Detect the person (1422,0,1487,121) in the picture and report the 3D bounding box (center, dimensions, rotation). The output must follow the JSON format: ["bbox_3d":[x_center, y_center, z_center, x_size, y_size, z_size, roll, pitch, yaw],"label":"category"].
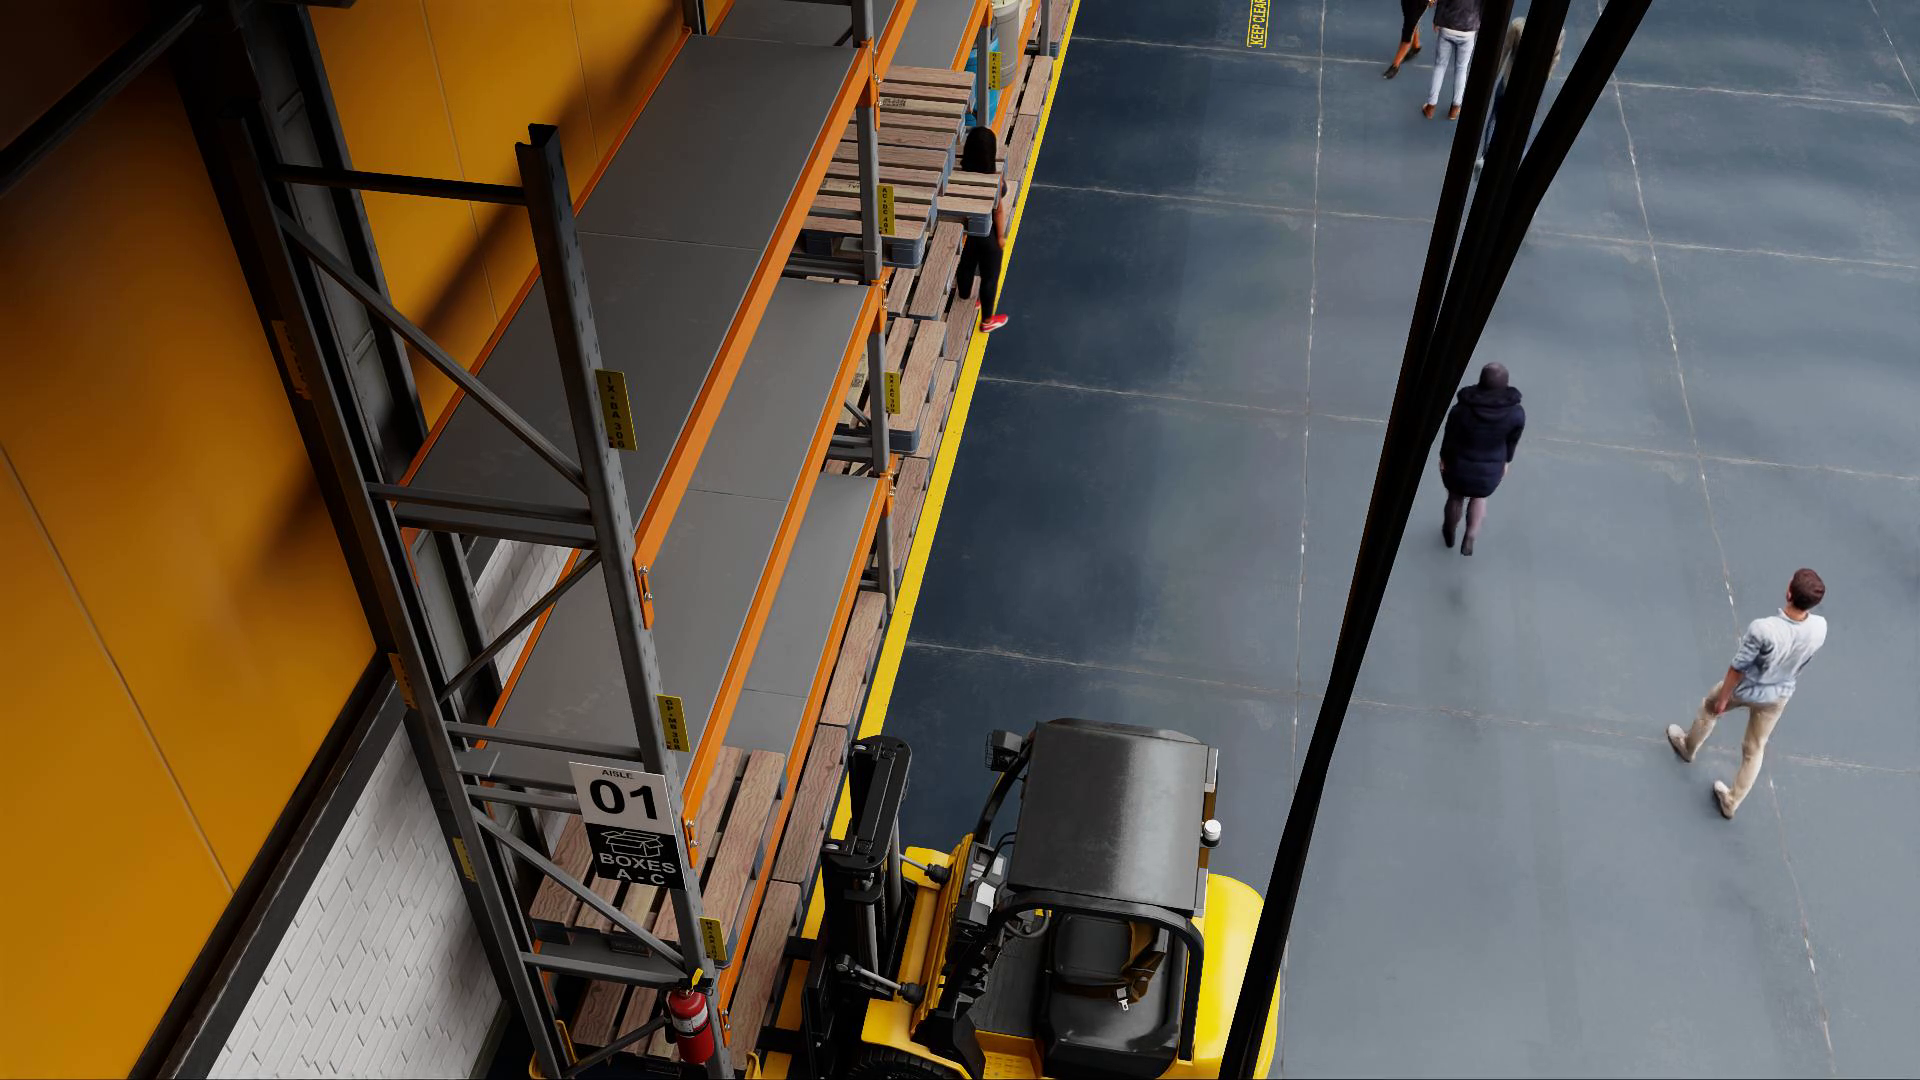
[{"bbox_3d":[4.813,-4.936,16.062,0.658,1.835,0.551,9,44,9],"label":"person"}]

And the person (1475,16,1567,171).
[{"bbox_3d":[5.100,-4.095,15.174,0.768,1.844,0.707,10,45,10],"label":"person"}]

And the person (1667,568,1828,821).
[{"bbox_3d":[4.760,0.972,9.871,0.781,1.820,1.014,-1,44,-1],"label":"person"}]

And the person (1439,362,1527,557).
[{"bbox_3d":[3.580,-0.504,11.532,0.651,1.666,0.748,7,44,7],"label":"person"}]

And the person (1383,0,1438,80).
[{"bbox_3d":[4.676,-5.587,16.888,1.052,1.638,0.965,-29,51,-27],"label":"person"}]

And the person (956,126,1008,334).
[{"bbox_3d":[0.156,-2.535,13.556,0.770,1.816,0.799,34,53,30],"label":"person"}]
